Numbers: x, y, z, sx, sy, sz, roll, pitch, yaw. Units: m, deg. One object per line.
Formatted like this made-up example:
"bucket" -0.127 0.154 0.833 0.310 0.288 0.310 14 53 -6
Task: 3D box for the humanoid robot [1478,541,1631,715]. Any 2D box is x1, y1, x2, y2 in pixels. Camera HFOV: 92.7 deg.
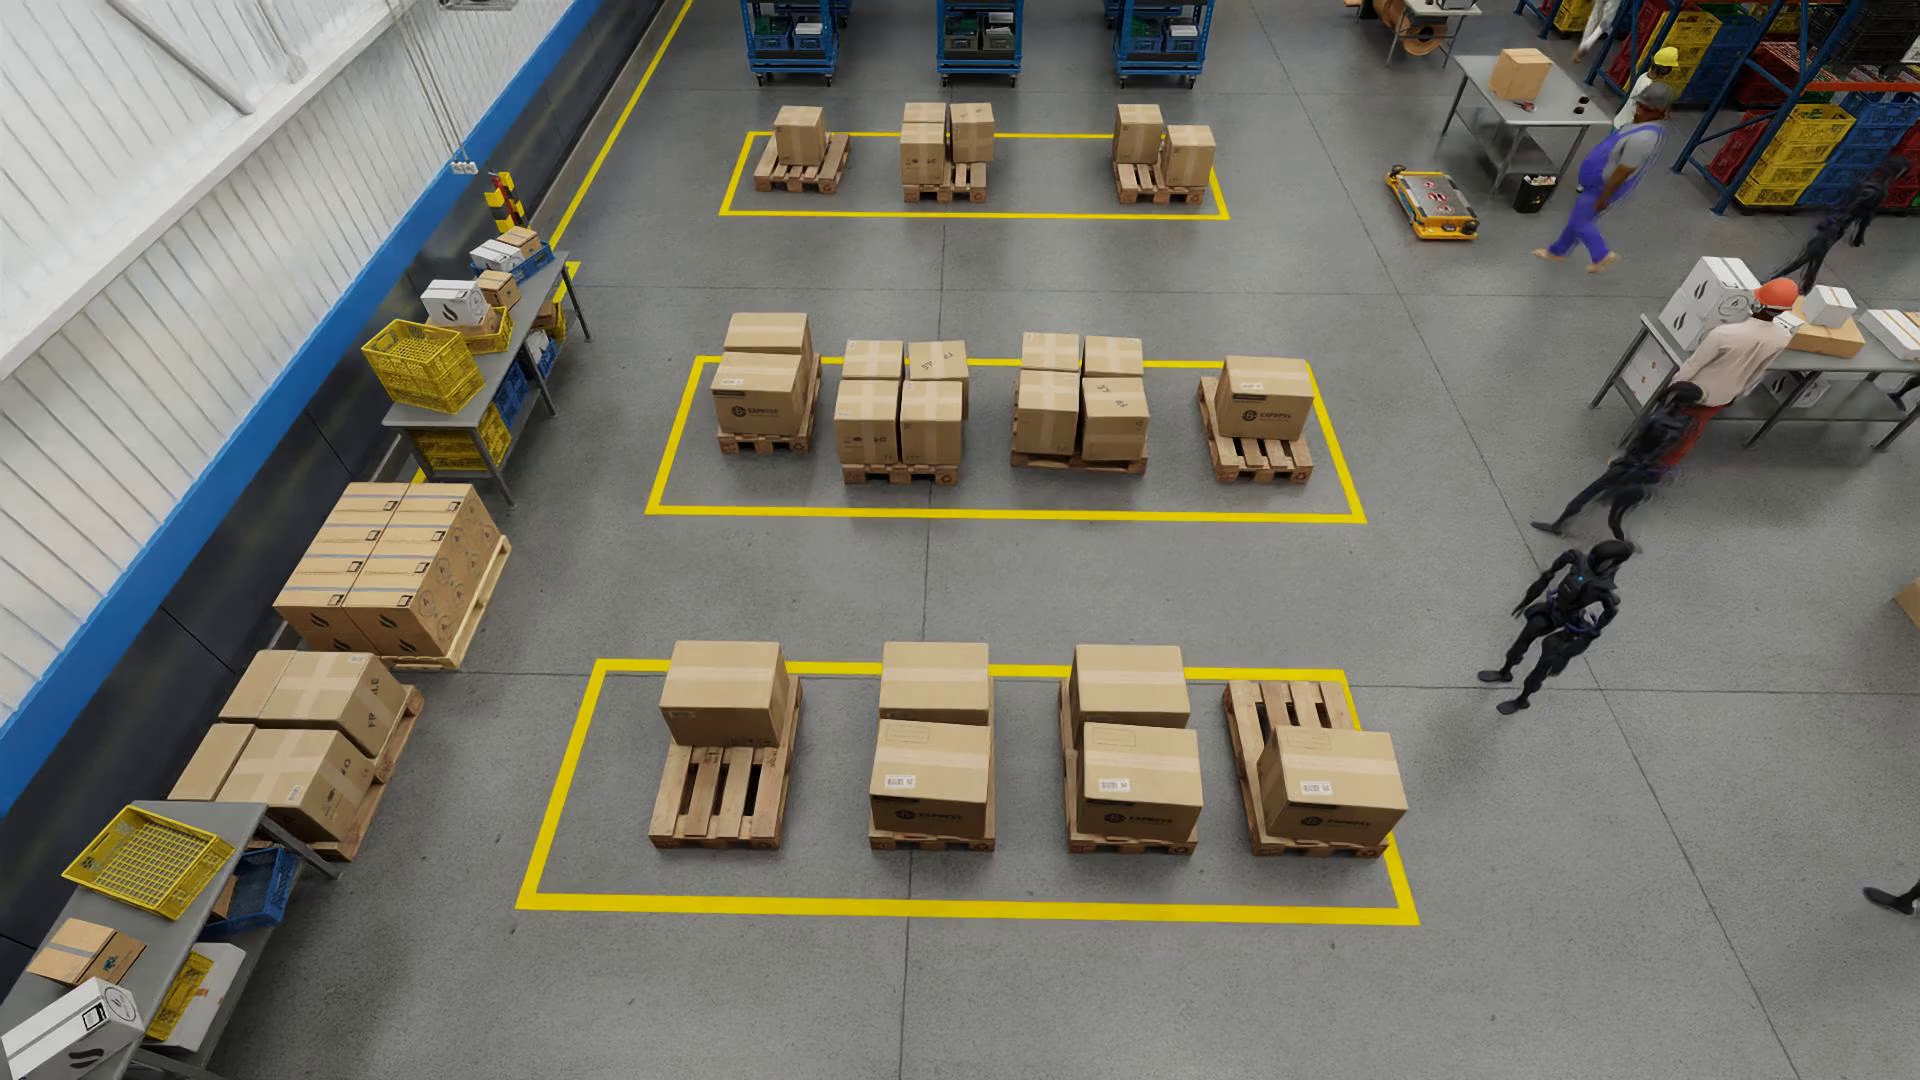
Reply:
"humanoid robot" 3.944 0.574 6.100 0.346 1.652 0.575 -8 50 -7

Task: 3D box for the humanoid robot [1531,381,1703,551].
"humanoid robot" 5.206 -0.511 7.085 0.732 1.648 0.577 10 50 9

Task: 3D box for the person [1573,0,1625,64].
"person" 9.464 -7.940 13.354 0.725 1.865 0.580 -34 57 -26

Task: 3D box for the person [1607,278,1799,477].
"person" 6.073 -1.236 7.471 0.621 1.990 0.395 1 49 1

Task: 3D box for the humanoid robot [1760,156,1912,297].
"humanoid robot" 8.909 -3.078 9.289 0.626 1.626 0.749 -28 55 -22

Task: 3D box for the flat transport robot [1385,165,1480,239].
"flat transport robot" 5.692 -4.094 11.059 0.652 0.197 1.431 1 49 1

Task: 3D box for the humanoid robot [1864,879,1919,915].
"humanoid robot" 5.877 1.840 5.012 0.530 1.628 0.636 28 55 22

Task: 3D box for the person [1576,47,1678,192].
"person" 7.796 -4.825 10.718 0.310 1.768 0.521 17 51 14

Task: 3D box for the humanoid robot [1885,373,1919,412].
"humanoid robot" 9.027 -1.726 8.098 0.562 1.640 0.627 3 49 3

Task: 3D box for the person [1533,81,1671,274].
"person" 6.848 -3.765 9.621 0.686 2.000 0.690 26 54 21
